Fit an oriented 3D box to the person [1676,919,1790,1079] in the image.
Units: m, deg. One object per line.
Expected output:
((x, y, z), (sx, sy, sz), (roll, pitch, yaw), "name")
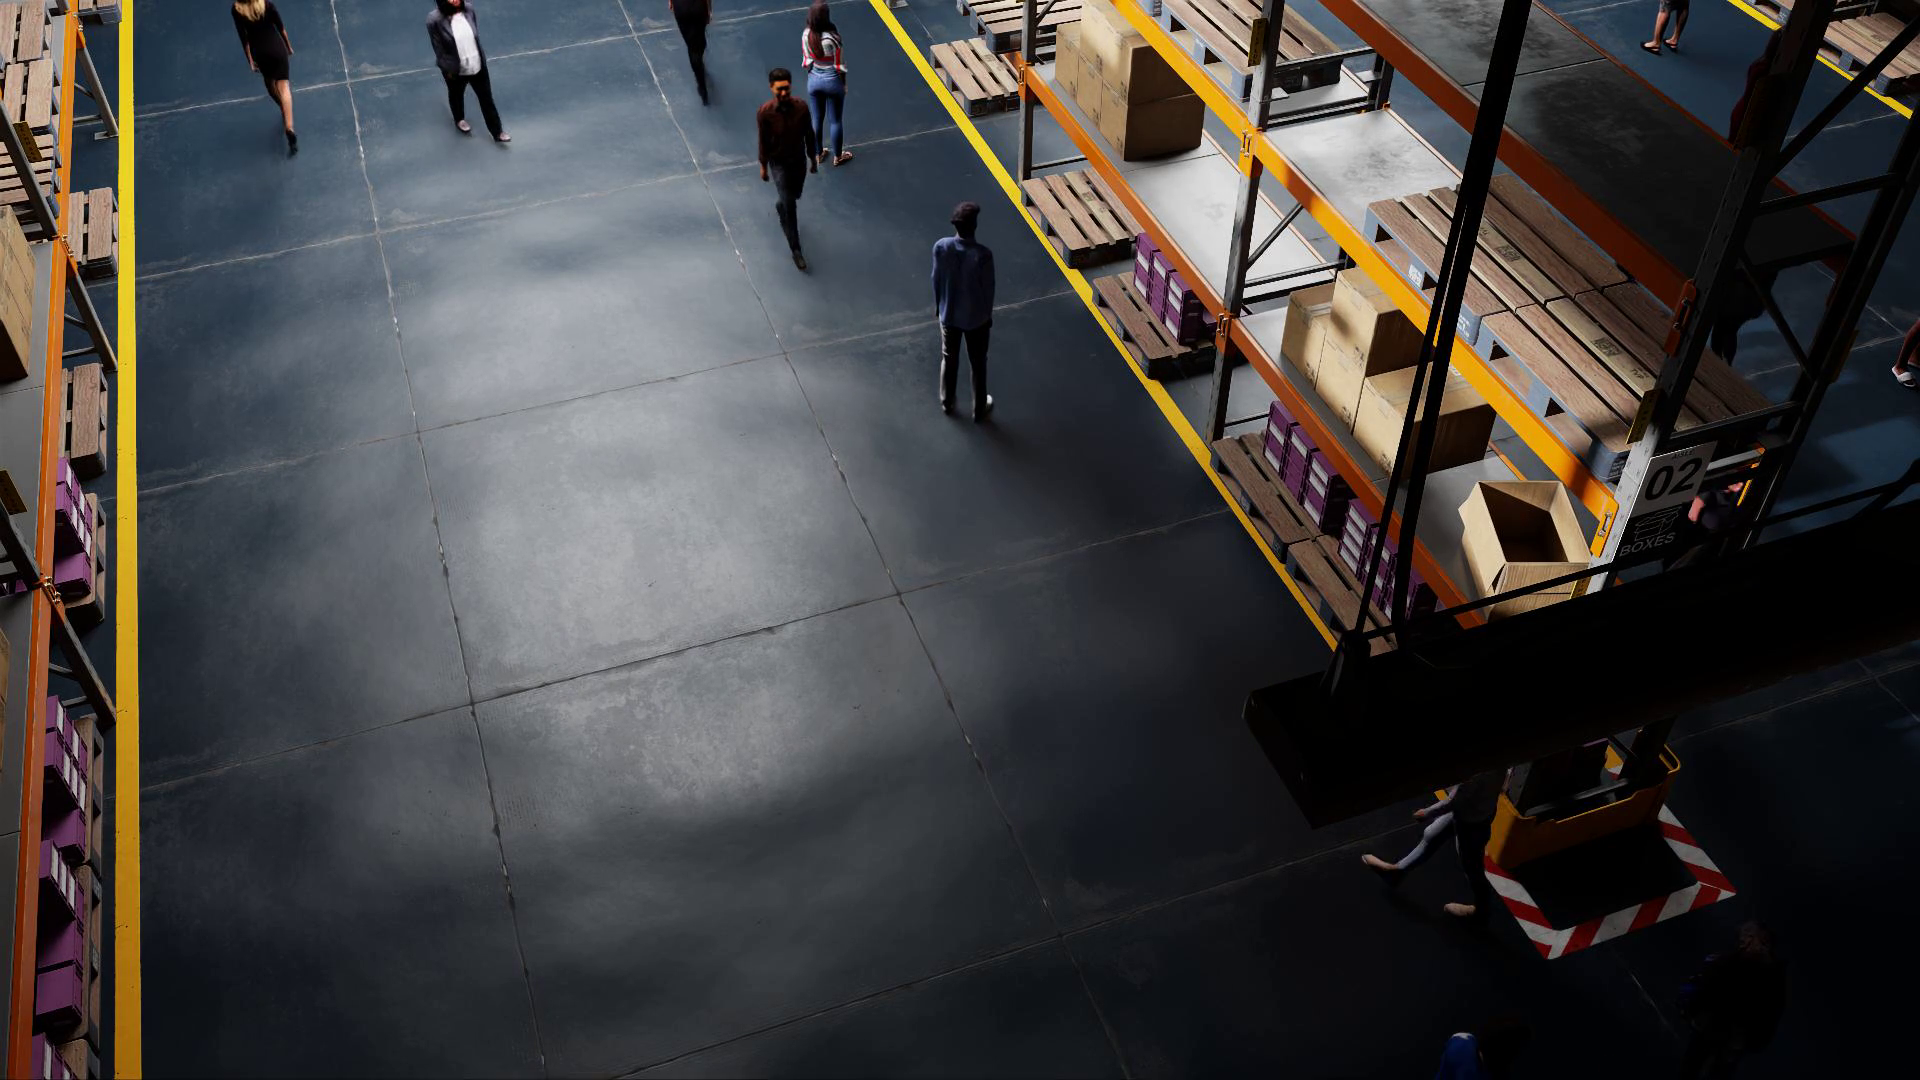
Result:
((3.830, 2.513, 8.420), (0.833, 1.605, 0.876), (29, 51, 27), "person")

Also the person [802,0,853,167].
((-1.261, -4.274, 15.538), (0.661, 1.613, 0.711), (16, 46, 16), "person")

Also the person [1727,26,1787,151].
((7.128, -3.802, 14.940), (0.749, 1.756, 0.735), (-30, 51, -28), "person")

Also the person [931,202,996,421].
((0.034, -1.736, 12.677), (0.738, 1.885, 0.778), (14, 45, 14), "person")

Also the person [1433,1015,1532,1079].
((2.310, 2.844, 7.894), (0.772, 1.852, 0.659), (-24, 49, -23), "person")

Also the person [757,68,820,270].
((-1.517, -3.303, 14.422), (0.684, 1.747, 1.124), (-16, 46, -16), "person")

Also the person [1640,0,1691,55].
((7.454, -5.840, 17.119), (0.544, 1.700, 0.485), (-15, 46, -15), "person")

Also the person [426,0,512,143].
((-4.793, -4.563, 15.881), (0.894, 1.559, 1.127), (-30, 51, -28), "person")

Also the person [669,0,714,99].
((-2.662, -5.199, 16.491), (0.610, 1.638, 1.146), (-11, 45, -12), "person")

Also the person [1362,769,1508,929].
((2.917, 1.617, 9.253), (1.111, 1.753, 0.968), (25, 49, 24), "person")

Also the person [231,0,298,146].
((-6.560, -4.553, 15.816), (0.657, 1.635, 1.094), (-9, 44, -9), "person")
